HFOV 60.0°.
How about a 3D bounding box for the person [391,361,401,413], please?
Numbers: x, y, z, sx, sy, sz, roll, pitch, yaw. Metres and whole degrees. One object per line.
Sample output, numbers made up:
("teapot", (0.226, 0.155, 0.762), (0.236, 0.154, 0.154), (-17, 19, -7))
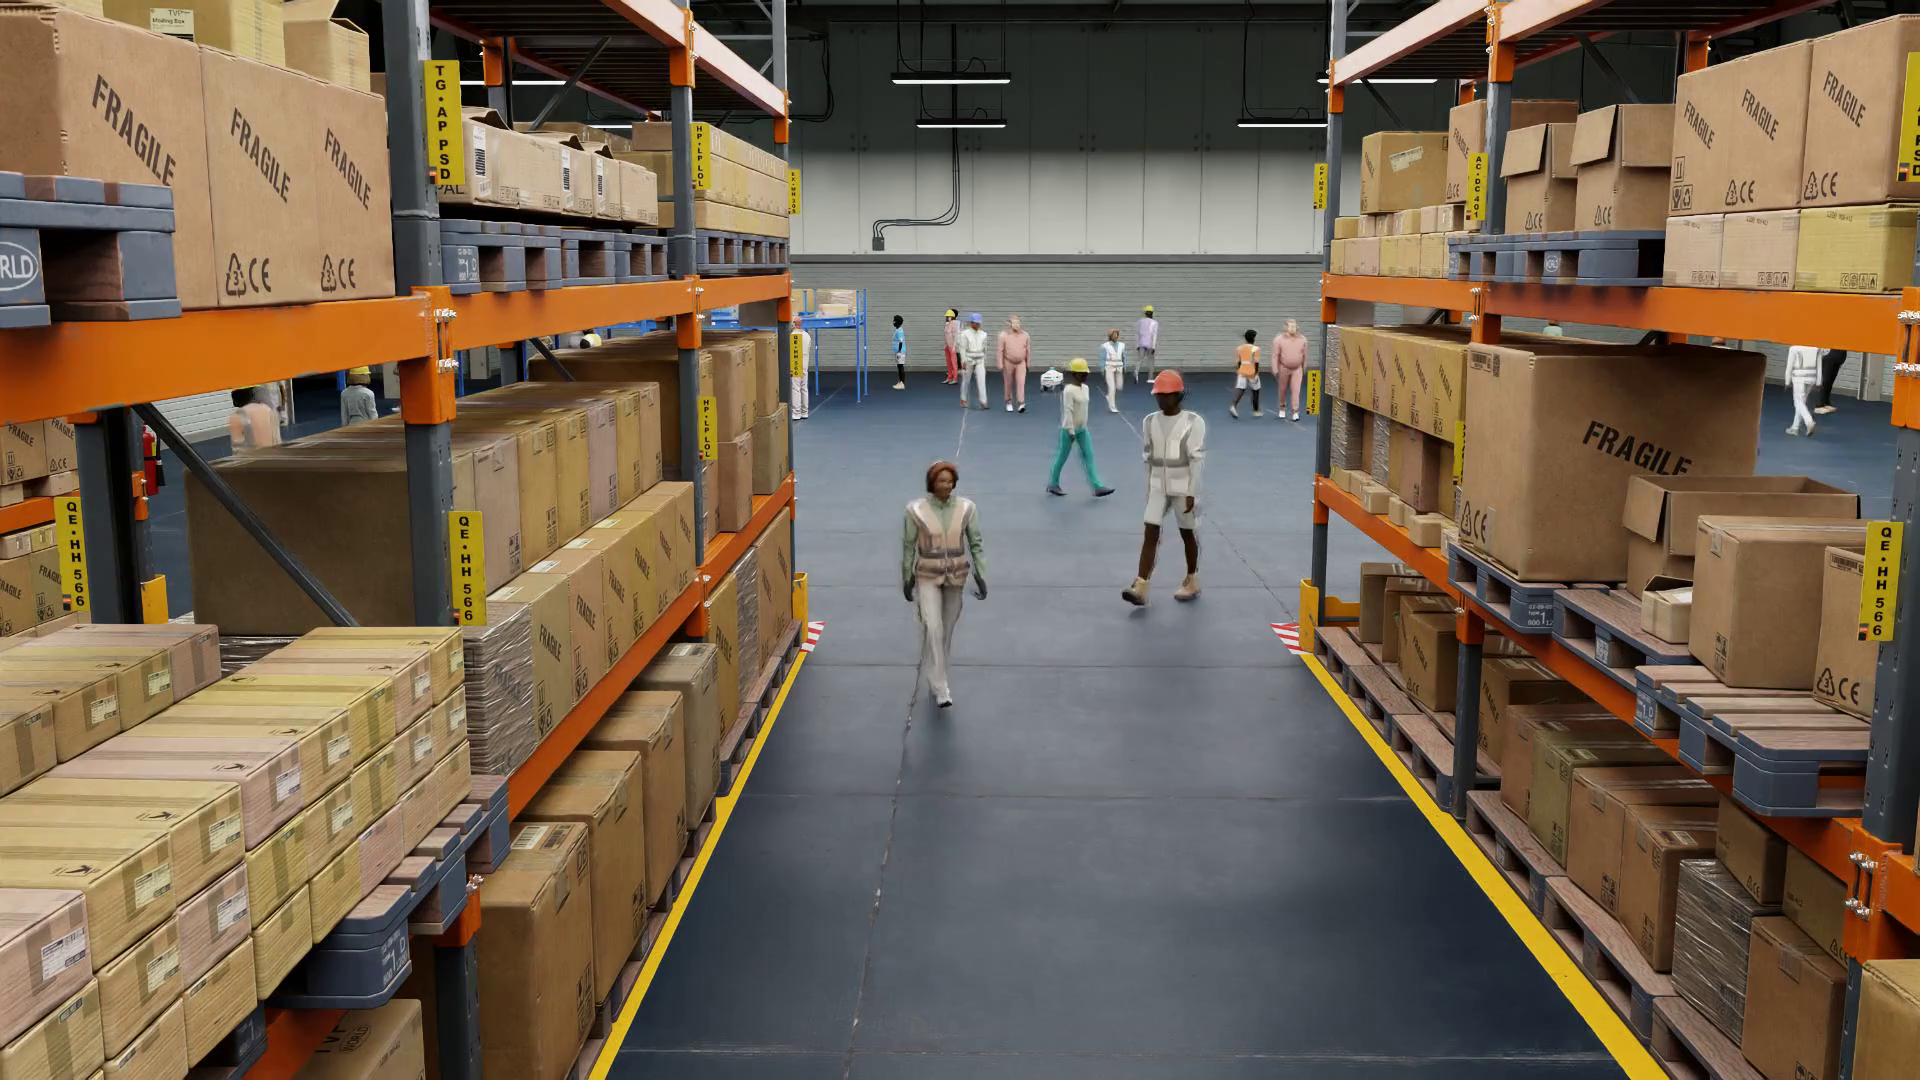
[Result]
("person", (-10.532, -3.315, 31.889), (0.966, 1.821, 0.503), (2, 10, 12))

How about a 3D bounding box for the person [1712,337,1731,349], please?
("person", (14.169, -3.084, 31.159), (0.511, 1.593, 0.839), (3, 10, 19))

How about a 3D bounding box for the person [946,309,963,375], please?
("person", (-0.156, -5.122, 43.055), (0.532, 1.696, 0.319), (-7, 12, -37))

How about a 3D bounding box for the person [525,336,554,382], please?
("person", (-5.586, -1.809, 22.486), (0.633, 1.940, 0.368), (2, 10, 12))

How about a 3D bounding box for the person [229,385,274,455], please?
("person", (-6.601, -0.650, 15.659), (0.806, 1.906, 0.593), (3, 10, 16))

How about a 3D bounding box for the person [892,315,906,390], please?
("person", (-1.402, -4.310, 38.185), (0.322, 1.697, 0.531), (-1, 10, -6))

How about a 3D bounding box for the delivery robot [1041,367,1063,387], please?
("delivery robot", (2.077, -3.651, 37.505), (0.477, 0.478, 0.707), (3, 10, 19))

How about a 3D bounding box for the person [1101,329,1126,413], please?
("person", (2.968, -3.303, 32.370), (0.526, 1.620, 0.554), (-4, 10, -21))

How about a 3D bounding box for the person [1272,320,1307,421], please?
("person", (6.105, -3.157, 30.841), (0.662, 1.859, 1.004), (0, 9, 2))

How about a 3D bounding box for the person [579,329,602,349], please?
("person", (-6.858, -3.147, 30.806), (0.430, 1.840, 0.622), (2, 10, 13))

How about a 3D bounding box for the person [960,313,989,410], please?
("person", (0.263, -3.566, 33.162), (0.608, 1.902, 1.011), (-3, 10, -20))

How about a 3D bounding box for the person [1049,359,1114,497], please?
("person", (1.465, -1.380, 20.569), (0.926, 1.710, 0.548), (8, 12, 40))

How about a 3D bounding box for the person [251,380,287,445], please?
("person", (-9.288, -1.735, 22.267), (0.532, 1.864, 0.311), (1, 9, 4))

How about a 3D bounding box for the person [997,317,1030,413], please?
("person", (1.053, -3.390, 32.202), (0.666, 1.854, 1.021), (-1, 10, -8))

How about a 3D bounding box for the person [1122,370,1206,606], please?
("person", (1.756, -0.434, 14.095), (0.613, 1.986, 1.041), (6, 11, 33))

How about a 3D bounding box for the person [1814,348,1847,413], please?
("person", (16.947, -3.486, 32.353), (0.688, 2.000, 0.535), (-7, 12, -37))

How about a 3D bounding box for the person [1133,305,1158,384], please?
("person", (4.438, -4.685, 39.891), (0.597, 1.887, 0.839), (6, 11, 33))

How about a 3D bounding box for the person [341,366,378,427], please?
("person", (-7.053, -1.235, 19.639), (0.493, 1.741, 0.316), (4, 10, 22))

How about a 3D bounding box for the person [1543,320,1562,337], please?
("person", (14.213, -4.569, 39.925), (0.283, 1.633, 0.501), (-8, 12, -39))

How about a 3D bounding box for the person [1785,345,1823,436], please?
("person", (14.174, -2.660, 27.872), (0.582, 1.855, 0.881), (-1, 10, -7))

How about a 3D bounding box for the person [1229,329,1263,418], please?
("person", (5.351, -3.101, 31.046), (0.824, 1.666, 0.538), (-9, 13, -42))

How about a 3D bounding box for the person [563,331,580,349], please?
("person", (-9.412, -4.676, 39.773), (0.930, 1.896, 0.574), (-1, 9, -3))

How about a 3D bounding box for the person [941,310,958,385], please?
("person", (-0.237, -4.616, 39.806), (0.306, 1.772, 0.527), (-5, 11, -29))

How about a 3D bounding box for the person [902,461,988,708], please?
("person", (-0.088, 0.291, 10.892), (0.535, 1.596, 0.828), (-3, 10, -16))

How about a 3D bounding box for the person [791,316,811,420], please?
("person", (-3.030, -3.178, 30.786), (0.410, 1.908, 0.643), (5, 11, 27))
